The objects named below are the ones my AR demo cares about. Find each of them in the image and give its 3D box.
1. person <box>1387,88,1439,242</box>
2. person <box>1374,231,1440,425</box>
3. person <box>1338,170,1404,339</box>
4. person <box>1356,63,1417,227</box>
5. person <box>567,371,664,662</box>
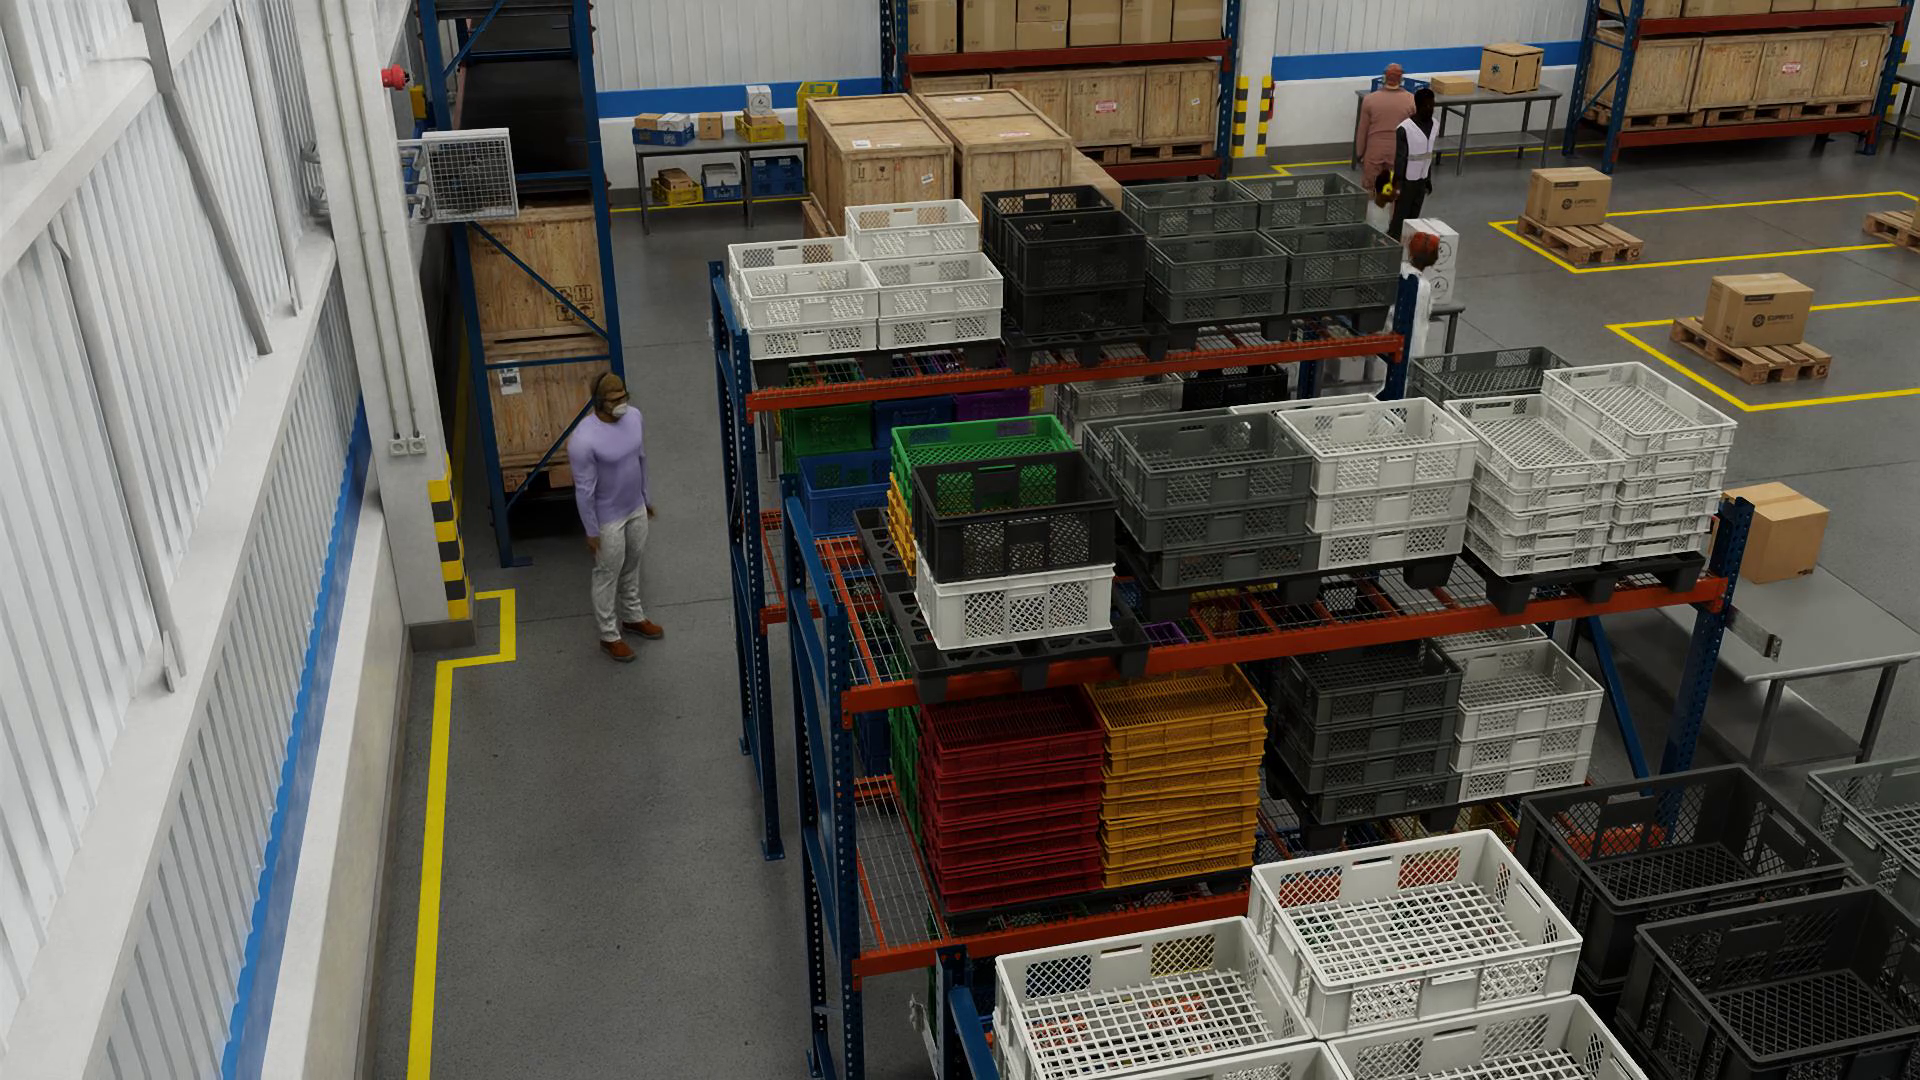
[{"bbox_3d":[4.724,-3.760,17.397,0.597,1.918,0.381,-22,35,-35],"label":"person"},{"bbox_3d":[3.558,-1.597,13.378,0.925,1.831,0.591,-3,28,-5],"label":"person"},{"bbox_3d":[3.660,-2.409,14.917,0.537,1.835,0.578,19,33,32],"label":"person"},{"bbox_3d":[4.733,-4.336,18.518,0.639,1.898,0.397,4,28,7],"label":"person"},{"bbox_3d":[-2.182,-0.173,10.569,0.352,1.937,0.635,14,31,24],"label":"person"}]
